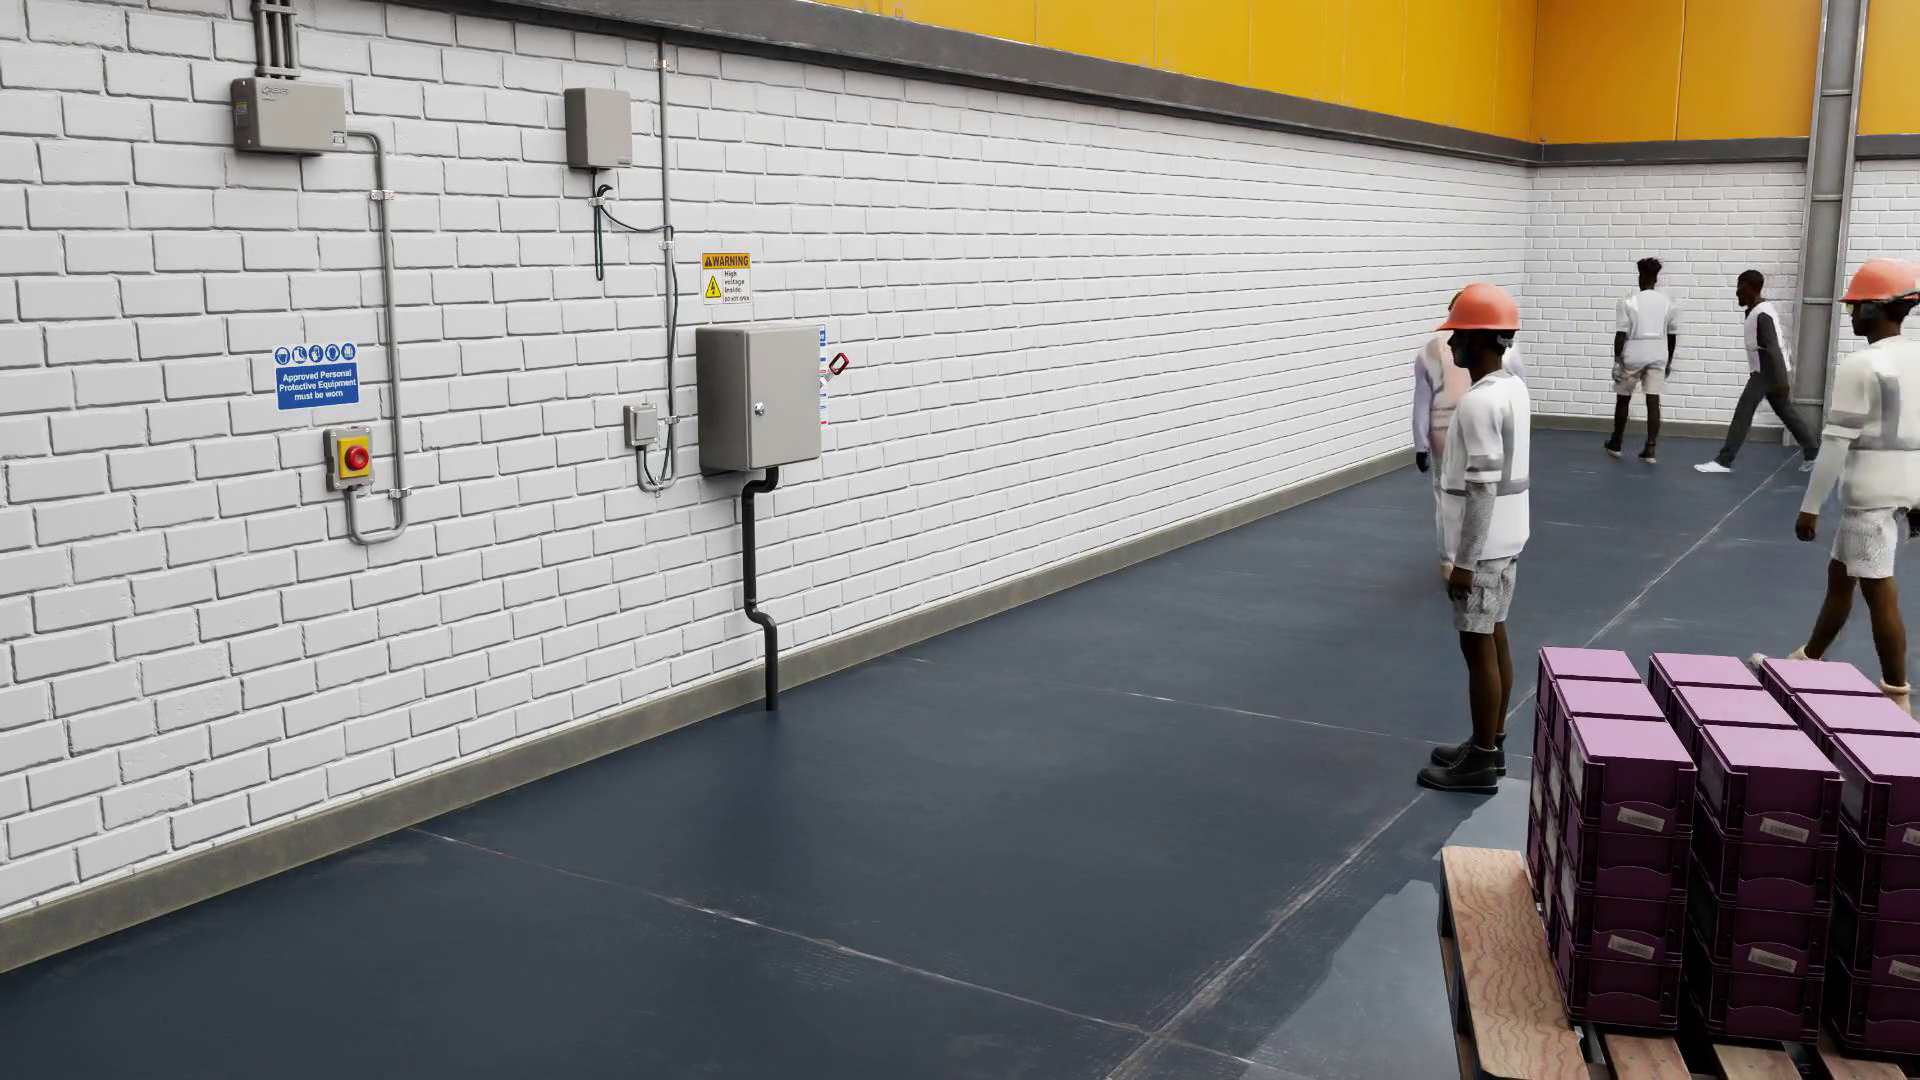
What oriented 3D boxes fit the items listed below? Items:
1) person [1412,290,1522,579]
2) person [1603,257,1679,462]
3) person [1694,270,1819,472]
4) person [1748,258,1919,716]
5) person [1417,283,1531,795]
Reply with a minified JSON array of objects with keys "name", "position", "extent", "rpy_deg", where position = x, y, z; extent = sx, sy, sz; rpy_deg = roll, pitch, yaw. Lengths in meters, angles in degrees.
[{"name":"person","position":[3.041,-0.595,10.017],"extent":[0.634,1.817,0.854],"rpy_deg":[4,11,19]},{"name":"person","position":[6.549,-1.740,16.014],"extent":[0.624,1.921,0.913],"rpy_deg":[1,10,3]},{"name":"person","position":[7.289,-1.499,14.958],"extent":[1.076,1.847,0.641],"rpy_deg":[4,11,21]},{"name":"person","position":[3.876,-0.216,7.340],"extent":[0.636,2.009,0.924],"rpy_deg":[-7,12,-34]},{"name":"person","position":[1.962,0.002,6.338],"extent":[0.373,1.939,0.545],"rpy_deg":[6,12,30]}]
